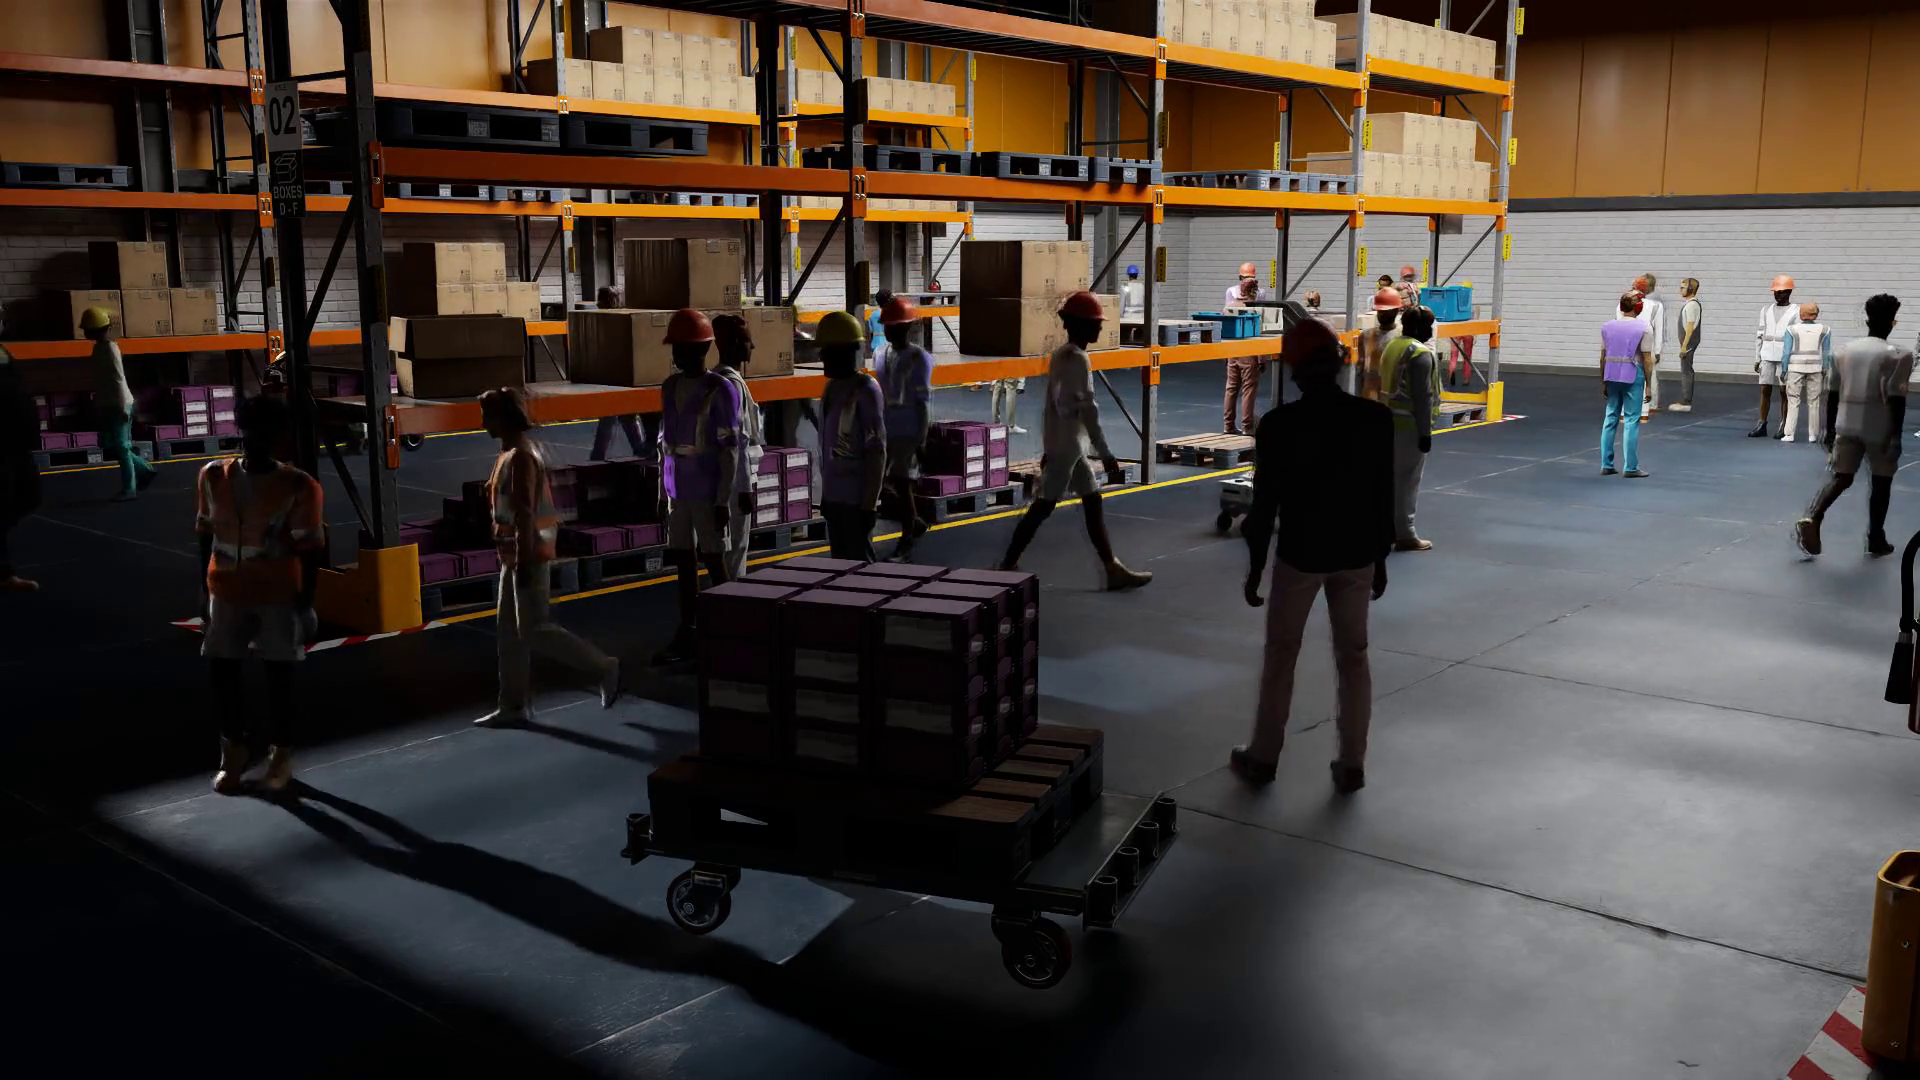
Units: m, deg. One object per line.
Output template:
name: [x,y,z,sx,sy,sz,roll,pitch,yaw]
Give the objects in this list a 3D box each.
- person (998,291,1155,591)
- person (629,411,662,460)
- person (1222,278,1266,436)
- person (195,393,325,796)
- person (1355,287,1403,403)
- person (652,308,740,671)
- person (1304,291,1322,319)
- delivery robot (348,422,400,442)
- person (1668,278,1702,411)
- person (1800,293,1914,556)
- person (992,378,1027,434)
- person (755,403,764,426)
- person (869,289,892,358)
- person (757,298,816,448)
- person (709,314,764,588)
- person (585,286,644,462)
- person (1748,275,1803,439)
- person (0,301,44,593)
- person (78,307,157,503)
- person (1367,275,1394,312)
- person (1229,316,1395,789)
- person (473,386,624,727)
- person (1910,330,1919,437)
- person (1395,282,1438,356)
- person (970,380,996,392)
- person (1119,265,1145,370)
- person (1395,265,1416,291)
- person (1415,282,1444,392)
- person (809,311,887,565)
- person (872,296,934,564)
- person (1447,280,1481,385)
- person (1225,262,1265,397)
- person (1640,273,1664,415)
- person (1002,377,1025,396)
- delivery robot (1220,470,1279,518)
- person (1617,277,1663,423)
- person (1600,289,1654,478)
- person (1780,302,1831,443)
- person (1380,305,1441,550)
person: [0.703,-0.613,10.793,1.092,1.989,0.612,0,10,-1]
person: [-2.740,-1.185,15.048,0.506,1.620,0.377,4,11,21]
person: [3.449,-2.200,20.048,0.404,1.900,0.646,-9,13,-40]
person: [-2.875,0.234,6.834,0.581,1.664,0.335,0,10,1]
person: [3.631,-1.193,14.238,0.552,1.928,0.395,7,12,35]
person: [-1.423,-0.265,8.901,0.545,1.941,0.351,7,12,35]
person: [5.047,-2.743,23.876,0.308,1.638,0.511,4,11,23]
delivery robot: [-6.403,-1.295,18.441,0.477,0.478,0.707,10,14,44]
person: [10.082,-2.708,23.082,0.345,1.846,0.507,5,11,27]
person: [6.531,-0.817,12.064,0.837,1.943,0.610,-6,11,-29]
person: [0.569,-2.225,20.269,0.535,1.868,0.309,10,14,44]
person: [-2.723,-2.125,20.102,0.488,1.721,0.723,8,13,38]
person: [-1.048,-2.624,23.031,0.318,1.697,0.535,-9,13,-41]
person: [-1.562,-1.321,15.284,0.602,1.807,0.561,7,12,34]
person: [-1.288,-0.339,9.490,0.355,1.882,0.576,-4,11,-20]
person: [-3.545,-1.586,16.628,0.949,1.865,0.642,-6,11,-29]
person: [9.690,-2.162,19.711,0.362,1.938,0.545,-9,13,-40]
person: [-6.312,-0.661,10.868,0.550,2.000,0.703,-2,10,-9]
person: [-7.496,-1.197,14.759,0.522,1.736,0.546,-8,13,-39]
person: [6.272,-2.993,24.658,0.519,1.865,0.335,0,10,2]
person: [1.501,0.064,6.979,0.636,1.971,0.430,-1,10,-7]
person: [-1.970,0.081,7.839,0.636,1.619,0.551,-4,11,-23]
person: [11.774,-2.047,20.033,0.848,1.593,0.507,-5,11,-28]
person: [4.622,-1.721,17.312,0.406,1.901,0.639,-7,12,-33]
person: [0.421,-3.292,26.140,0.630,1.940,0.372,4,11,23]
person: [3.215,-4.129,30.888,0.616,1.942,0.408,-3,11,-19]
person: [7.443,-3.567,27.606,0.616,1.979,0.714,2,10,9]
person: [6.565,-2.724,23.361,0.896,1.788,0.603,-4,11,-22]
person: [-0.613,-0.257,8.896,0.381,1.923,0.595,-5,11,-28]
person: [-0.417,-0.772,11.846,0.563,1.918,0.466,9,13,42]
person: [8.224,-3.379,27.228,0.528,1.740,0.754,4,11,20]
person: [4.311,-3.171,25.167,0.607,2.041,0.377,0,10,-2]
person: [9.257,-2.647,22.510,0.549,1.918,0.669,5,11,27]
person: [0.795,-3.125,25.529,0.404,1.826,0.592,-10,14,-44]
delivery robot: [2.410,-0.388,13.279,0.707,0.478,0.477,-7,12,-36]
person: [8.750,-2.446,21.483,0.584,1.882,0.349,2,10,13]
person: [6.556,-1.536,16.395,0.389,1.849,0.565,-7,12,-33]
person: [9.799,-1.940,19.301,0.523,1.636,0.310,2,10,13]
person: [3.381,-0.842,12.502,0.429,1.836,0.629,-2,10,-9]
